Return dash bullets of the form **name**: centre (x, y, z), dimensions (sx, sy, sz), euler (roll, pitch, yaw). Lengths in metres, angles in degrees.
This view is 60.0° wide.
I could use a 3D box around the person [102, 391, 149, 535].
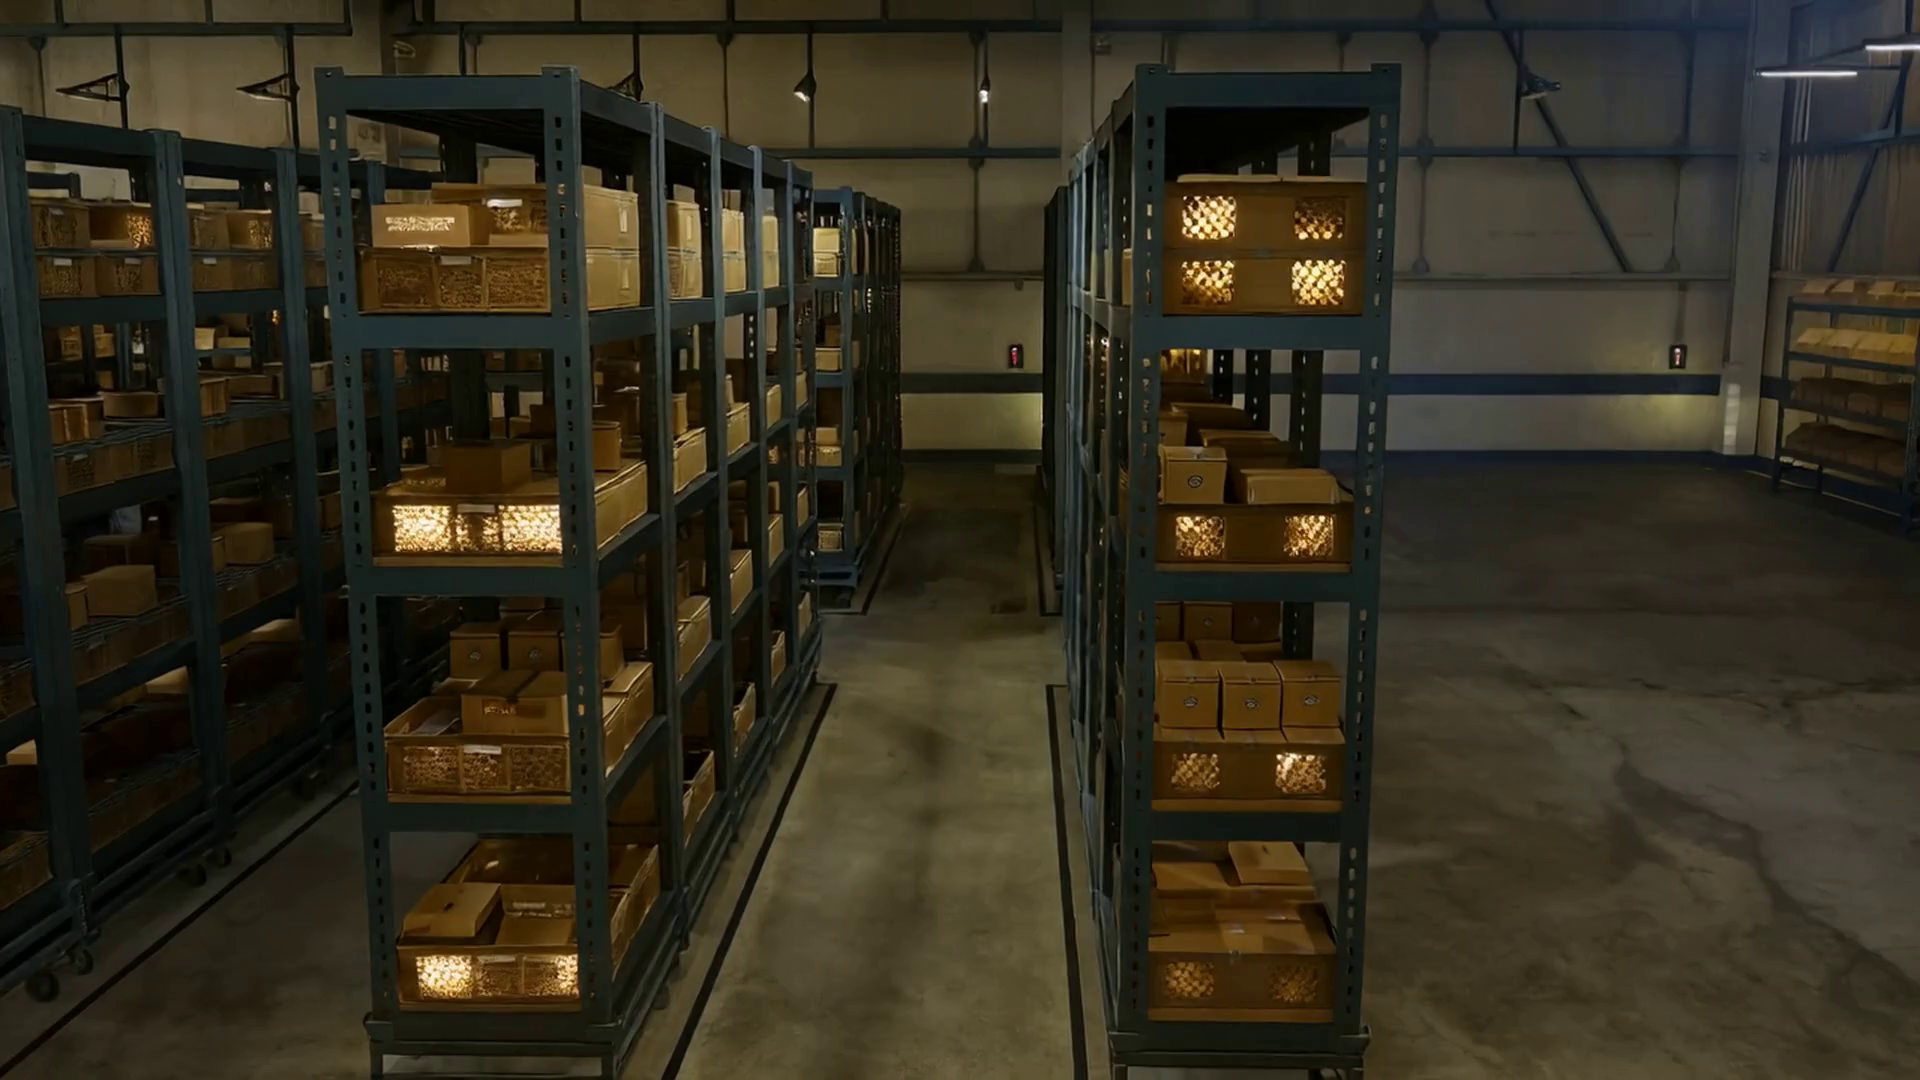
- **person**: centre (-7.544, -0.417, 14.926), dimensions (0.591, 1.833, 0.404), euler (1, 10, 8)
